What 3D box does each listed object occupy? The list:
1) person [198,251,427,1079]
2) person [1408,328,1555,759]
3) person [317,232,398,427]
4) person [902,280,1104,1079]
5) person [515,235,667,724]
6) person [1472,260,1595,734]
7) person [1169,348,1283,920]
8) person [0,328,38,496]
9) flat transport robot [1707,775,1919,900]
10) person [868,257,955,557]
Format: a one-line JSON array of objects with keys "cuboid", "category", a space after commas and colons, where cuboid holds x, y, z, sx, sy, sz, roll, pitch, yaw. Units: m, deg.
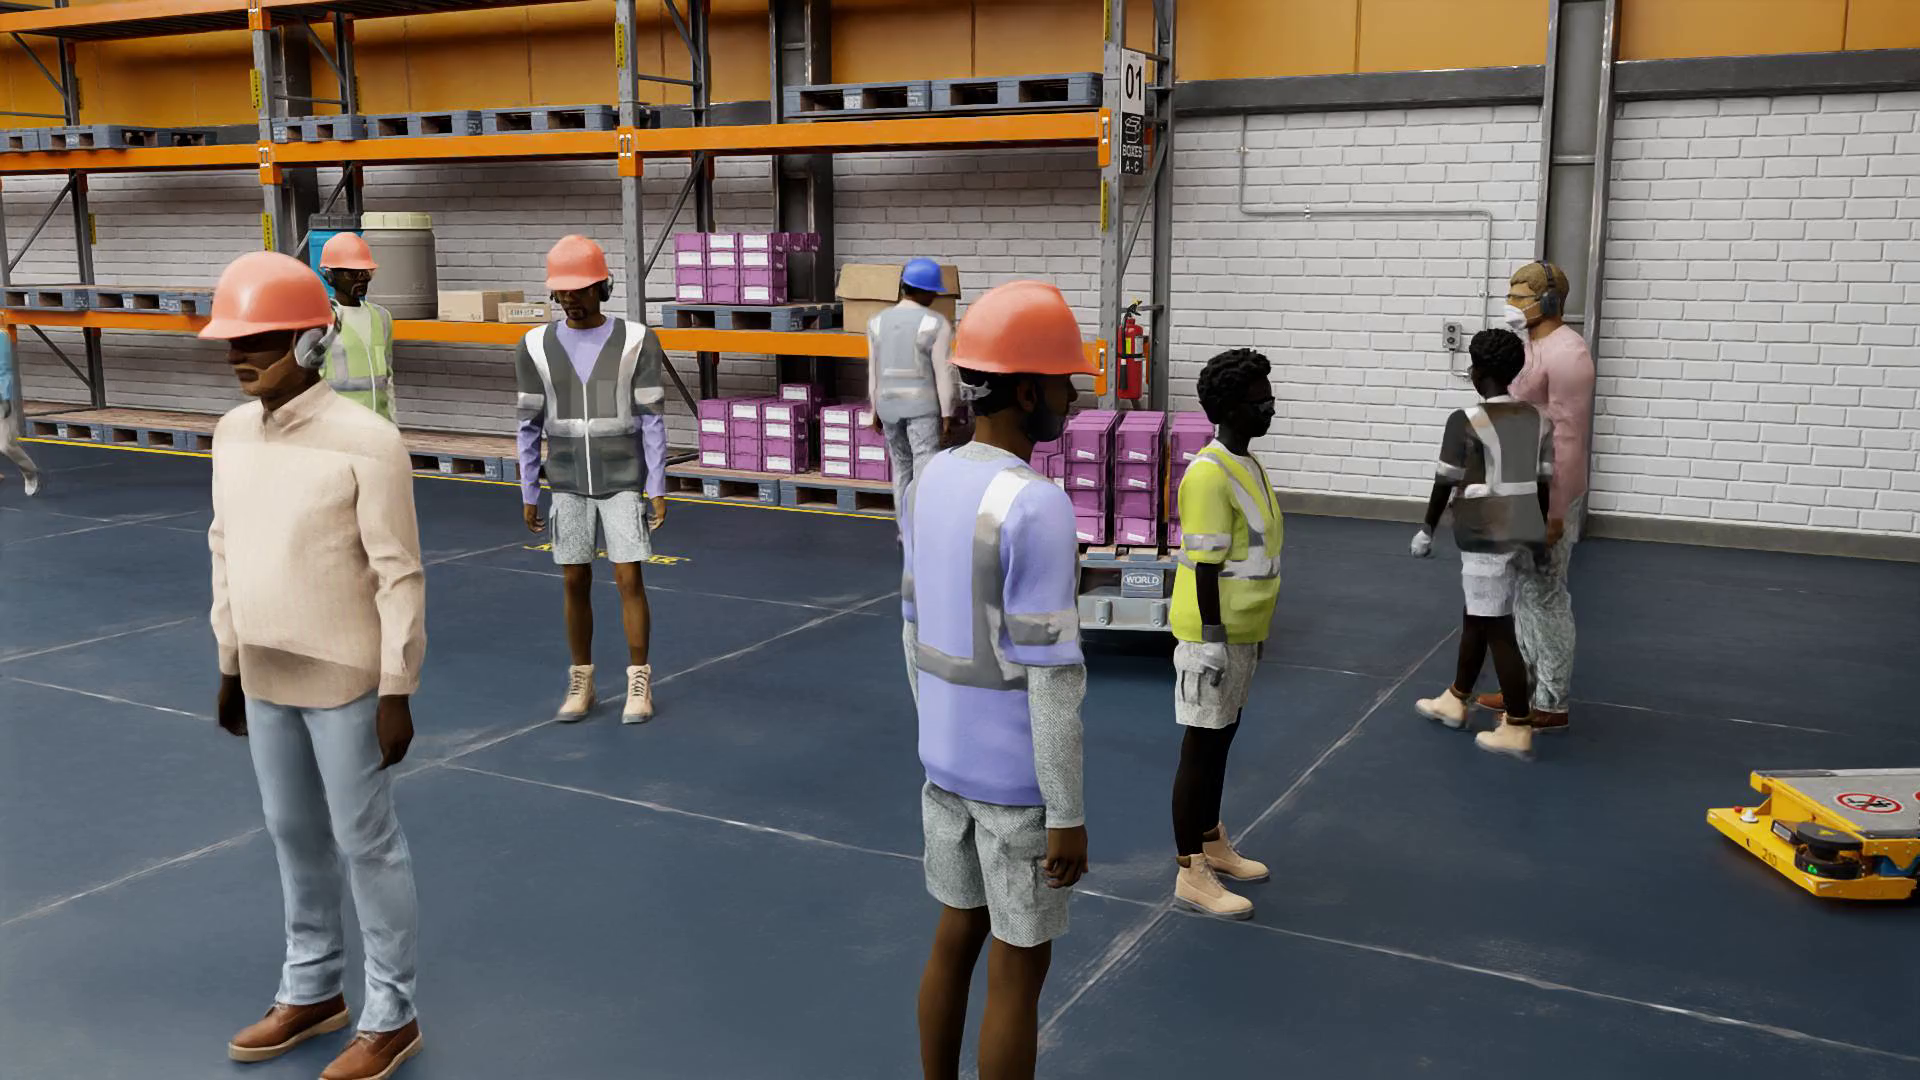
[{"cuboid": [-1.552, 0.320, 3.955, 0.622, 1.990, 0.402, 5, 12, 26], "category": "person"}, {"cuboid": [2.043, -0.005, 6.614, 0.531, 1.656, 0.749, -7, 13, -35], "category": "person"}, {"cuboid": [-3.193, -0.592, 8.814, 0.372, 2.044, 0.607, 5, 12, 26], "category": "person"}, {"cuboid": [0.104, 0.448, 3.397, 0.366, 1.935, 0.552, -6, 12, -29], "category": "person"}, {"cuboid": [-1.528, -0.234, 6.907, 0.613, 2.029, 0.408, 0, 10, -2], "category": "person"}, {"cuboid": [2.376, -0.173, 6.835, 0.366, 1.932, 0.630, 0, 10, 1], "category": "person"}, {"cuboid": [0.805, 0.271, 5.029, 0.321, 1.697, 0.530, 4, 11, 22], "category": "person"}, {"cuboid": [-7.297, -1.051, 12.485, 0.516, 1.618, 0.703, 0, 10, 1], "category": "person"}, {"cuboid": [3.265, 0.926, 5.351, 1.431, 0.197, 0.652, -1, 10, -4], "category": "flat transport robot"}, {"cuboid": [-0.342, -0.821, 10.486, 0.654, 1.902, 0.868, 5, 12, 27], "category": "person"}]
